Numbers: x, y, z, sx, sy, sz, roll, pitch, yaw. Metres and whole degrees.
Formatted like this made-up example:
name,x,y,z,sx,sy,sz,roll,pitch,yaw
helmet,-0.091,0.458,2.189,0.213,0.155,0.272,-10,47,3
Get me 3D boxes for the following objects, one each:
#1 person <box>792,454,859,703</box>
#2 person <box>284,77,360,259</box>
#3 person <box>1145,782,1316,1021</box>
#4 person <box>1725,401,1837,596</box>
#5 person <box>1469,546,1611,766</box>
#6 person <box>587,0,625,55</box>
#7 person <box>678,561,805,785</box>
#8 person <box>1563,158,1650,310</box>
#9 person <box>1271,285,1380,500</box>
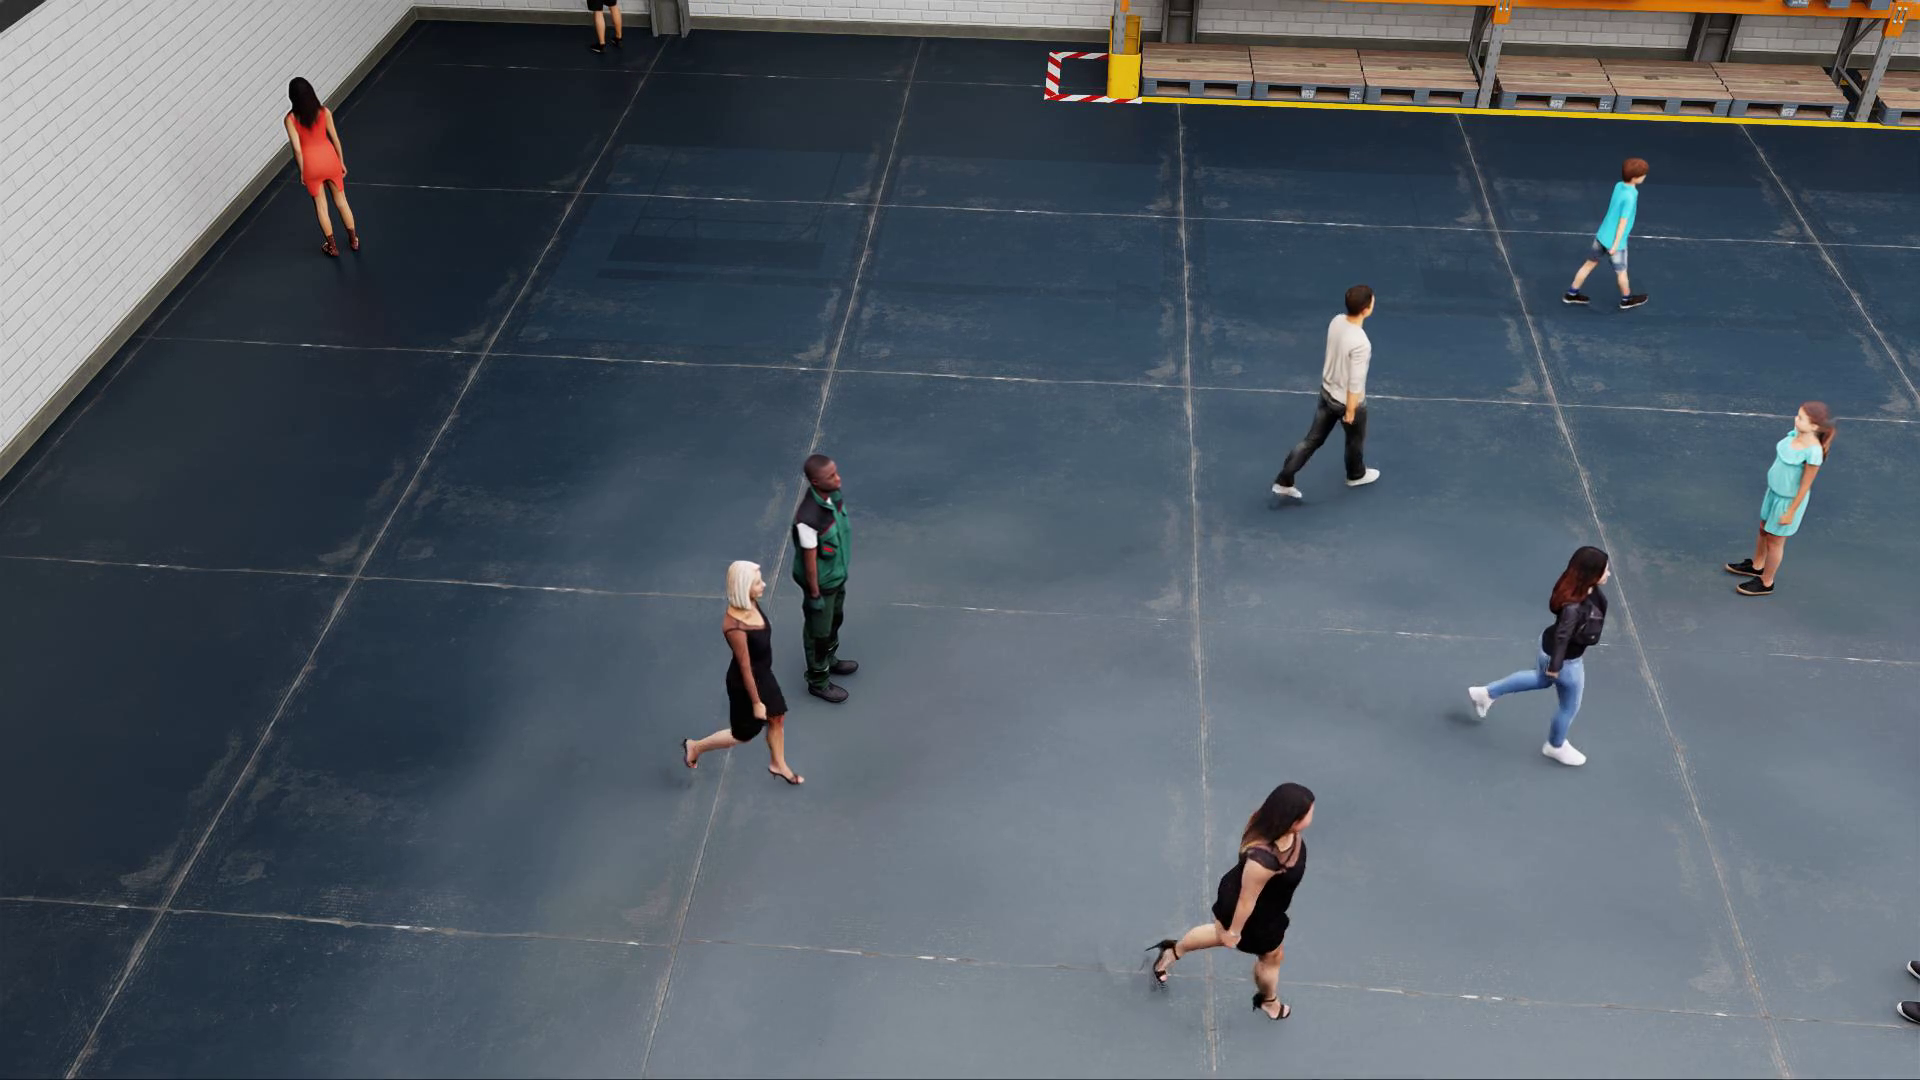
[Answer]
name,x,y,z,sx,sy,sz,roll,pitch,yaw
person,-0.865,0.214,10.509,0.643,1.838,0.714,8,39,10
person,-5.811,-3.391,15.119,0.656,1.719,0.731,-24,44,-27
person,1.409,1.878,8.561,1.072,1.669,0.771,11,40,13
person,5.649,-0.297,11.374,0.504,1.558,0.536,3,39,4
person,3.595,0.661,10.131,1.076,1.611,0.807,13,40,16
person,-4.099,-6.414,18.913,0.691,1.708,0.755,-27,46,-29
person,-1.320,0.840,9.818,1.007,1.723,0.652,6,39,8
person,5.596,-2.641,14.428,0.959,1.410,0.626,-3,39,-4
person,2.696,-1.031,12.117,1.270,1.778,1.024,-15,41,-18
